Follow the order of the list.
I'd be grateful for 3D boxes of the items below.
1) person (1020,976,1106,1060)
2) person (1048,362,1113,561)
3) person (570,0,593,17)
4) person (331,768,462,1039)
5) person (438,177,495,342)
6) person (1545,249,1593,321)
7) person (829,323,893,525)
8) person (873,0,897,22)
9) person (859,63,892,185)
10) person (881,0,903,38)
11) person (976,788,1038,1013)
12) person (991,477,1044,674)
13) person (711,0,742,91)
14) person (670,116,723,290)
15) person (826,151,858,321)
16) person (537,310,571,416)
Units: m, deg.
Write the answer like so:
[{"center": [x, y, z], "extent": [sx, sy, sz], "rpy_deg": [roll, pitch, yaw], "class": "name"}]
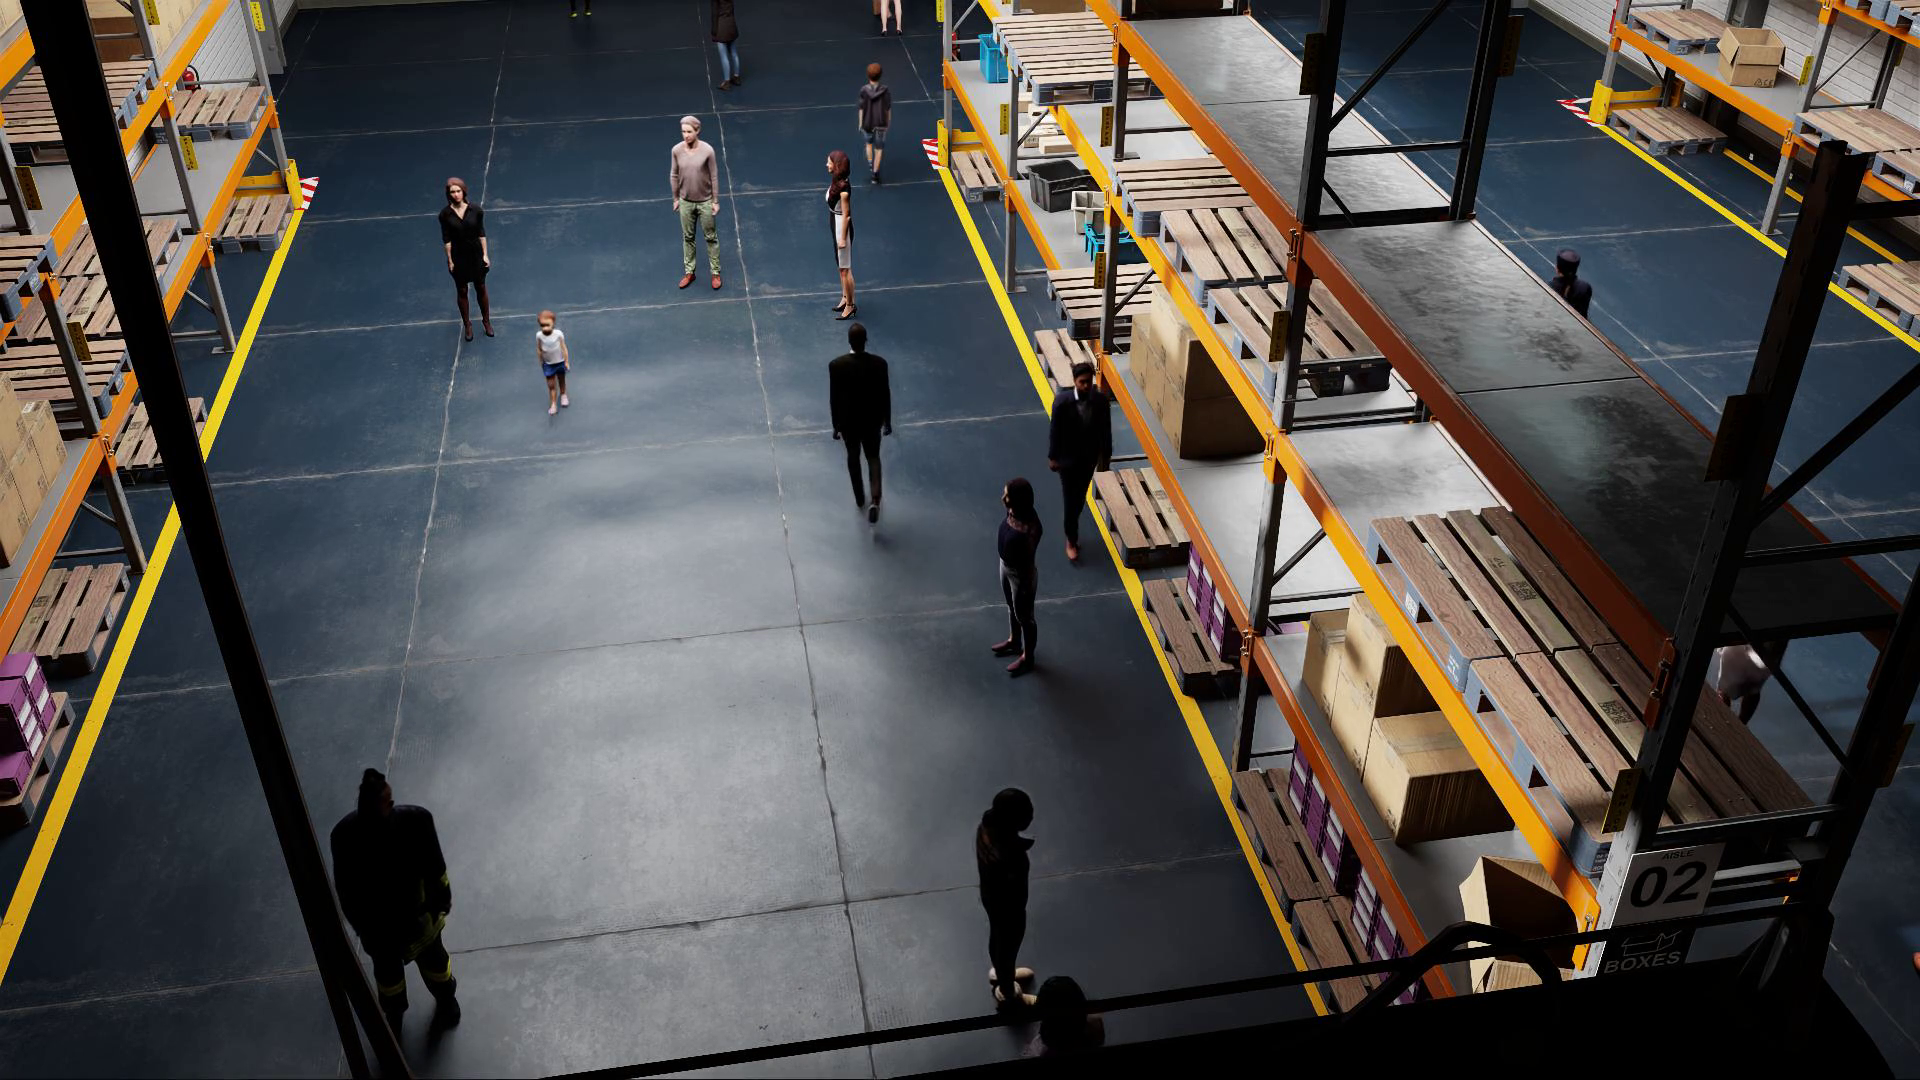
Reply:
[{"center": [0.568, 2.852, 8.290], "extent": [0.810, 1.588, 0.868], "rpy_deg": [-26, 42, -34], "class": "person"}, {"center": [0.941, -0.716, 13.542], "extent": [0.672, 1.717, 0.679], "rpy_deg": [-8, 34, -11], "class": "person"}, {"center": [-6.090, -9.111, 26.321], "extent": [0.571, 1.549, 0.556], "rpy_deg": [-12, 35, -17], "class": "person"}, {"center": [-3.155, 1.999, 9.321], "extent": [0.778, 1.868, 0.725], "rpy_deg": [-10, 35, -15], "class": "person"}, {"center": [-4.963, -2.835, 16.738], "extent": [0.633, 1.707, 0.578], "rpy_deg": [-14, 36, -21], "class": "person"}, {"center": [5.456, -1.815, 15.246], "extent": [0.705, 1.660, 0.766], "rpy_deg": [-4, 34, -7], "class": "person"}, {"center": [-0.815, -0.946, 13.830], "extent": [0.683, 1.780, 1.015], "rpy_deg": [-4, 34, -6], "class": "person"}, {"center": [-1.222, -9.141, 26.104], "extent": [0.792, 1.841, 0.601], "rpy_deg": [-12, 36, -18], "class": "person"}, {"center": [-1.048, -5.071, 20.361], "extent": [0.701, 1.420, 0.929], "rpy_deg": [3, 34, 5], "class": "person"}, {"center": [-1.066, -8.592, 25.289], "extent": [0.592, 1.830, 0.518], "rpy_deg": [-2, 34, -4], "class": "person"}, {"center": [0.239, 2.057, 9.421], "extent": [0.655, 1.659, 0.595], "rpy_deg": [9, 35, 13], "class": "person"}, {"center": [0.420, 0.239, 12.205], "extent": [0.695, 1.607, 0.525], "rpy_deg": [-13, 36, -19], "class": "person"}, {"center": [-3.294, -7.159, 23.310], "extent": [0.780, 1.633, 0.713], "rpy_deg": [19, 38, 27], "class": "person"}, {"center": [-2.812, -3.621, 17.769], "extent": [0.731, 1.875, 0.694], "rpy_deg": [3, 34, 4], "class": "person"}, {"center": [-1.219, -3.140, 17.116], "extent": [0.644, 1.796, 0.413], "rpy_deg": [-6, 34, -9], "class": "person"}, {"center": [-3.817, -1.717, 15.693], "extent": [0.449, 1.001, 0.662], "rpy_deg": [-4, 34, -7], "class": "person"}]
